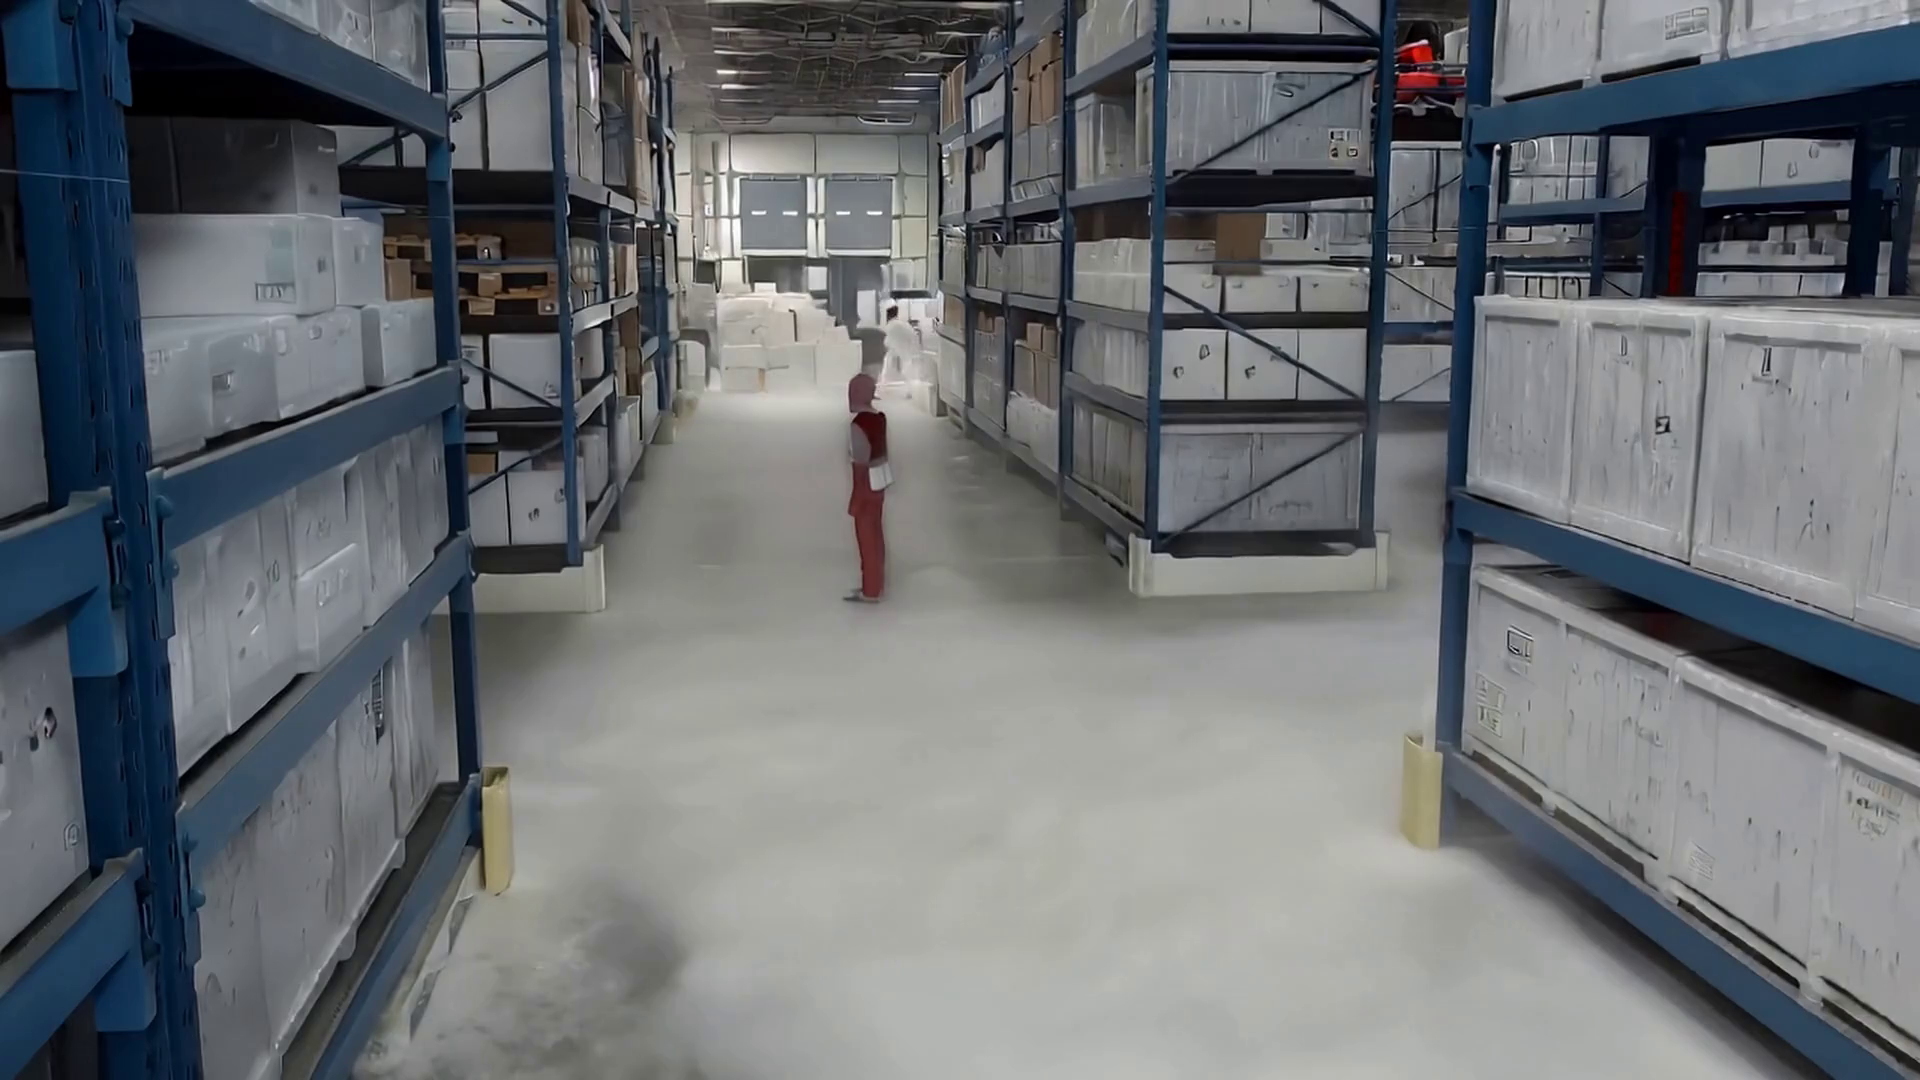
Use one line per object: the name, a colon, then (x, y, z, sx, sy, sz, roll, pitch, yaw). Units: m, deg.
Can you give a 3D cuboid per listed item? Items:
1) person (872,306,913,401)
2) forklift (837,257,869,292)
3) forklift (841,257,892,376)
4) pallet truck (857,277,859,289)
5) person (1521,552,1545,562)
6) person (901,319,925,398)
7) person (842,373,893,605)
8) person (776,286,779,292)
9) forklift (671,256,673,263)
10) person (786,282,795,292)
person: (-1.287, -3.673, 32.850, 1.009, 1.893, 0.647, 0, 10, 1)
forklift: (-3.028, -6.694, 47.538, 1.129, 2.768, 1.873, -8, 13, -40)
forklift: (-2.600, -5.307, 39.463, 1.873, 2.768, 1.129, -1, 10, -8)
pallet truck: (-3.782, -9.391, 65.808, 1.885, 1.965, 0.823, 2, 10, 10)
person: (4.437, -0.084, 12.803, 0.856, 1.591, 0.516, -1, 10, -6)
person: (-0.829, -3.642, 33.431, 0.674, 1.617, 0.523, 6, 11, 31)
person: (-0.770, -0.420, 13.808, 0.390, 1.919, 0.591, 2, 10, 13)
person: (-7.434, -9.541, 67.749, 0.522, 1.621, 0.623, 6, 11, 31)
forklift: (-10.887, -8.929, 60.548, 1.129, 2.768, 1.873, -1, 10, -7)
person: (-5.996, -8.259, 59.487, 0.927, 1.910, 0.634, -8, 12, -38)
